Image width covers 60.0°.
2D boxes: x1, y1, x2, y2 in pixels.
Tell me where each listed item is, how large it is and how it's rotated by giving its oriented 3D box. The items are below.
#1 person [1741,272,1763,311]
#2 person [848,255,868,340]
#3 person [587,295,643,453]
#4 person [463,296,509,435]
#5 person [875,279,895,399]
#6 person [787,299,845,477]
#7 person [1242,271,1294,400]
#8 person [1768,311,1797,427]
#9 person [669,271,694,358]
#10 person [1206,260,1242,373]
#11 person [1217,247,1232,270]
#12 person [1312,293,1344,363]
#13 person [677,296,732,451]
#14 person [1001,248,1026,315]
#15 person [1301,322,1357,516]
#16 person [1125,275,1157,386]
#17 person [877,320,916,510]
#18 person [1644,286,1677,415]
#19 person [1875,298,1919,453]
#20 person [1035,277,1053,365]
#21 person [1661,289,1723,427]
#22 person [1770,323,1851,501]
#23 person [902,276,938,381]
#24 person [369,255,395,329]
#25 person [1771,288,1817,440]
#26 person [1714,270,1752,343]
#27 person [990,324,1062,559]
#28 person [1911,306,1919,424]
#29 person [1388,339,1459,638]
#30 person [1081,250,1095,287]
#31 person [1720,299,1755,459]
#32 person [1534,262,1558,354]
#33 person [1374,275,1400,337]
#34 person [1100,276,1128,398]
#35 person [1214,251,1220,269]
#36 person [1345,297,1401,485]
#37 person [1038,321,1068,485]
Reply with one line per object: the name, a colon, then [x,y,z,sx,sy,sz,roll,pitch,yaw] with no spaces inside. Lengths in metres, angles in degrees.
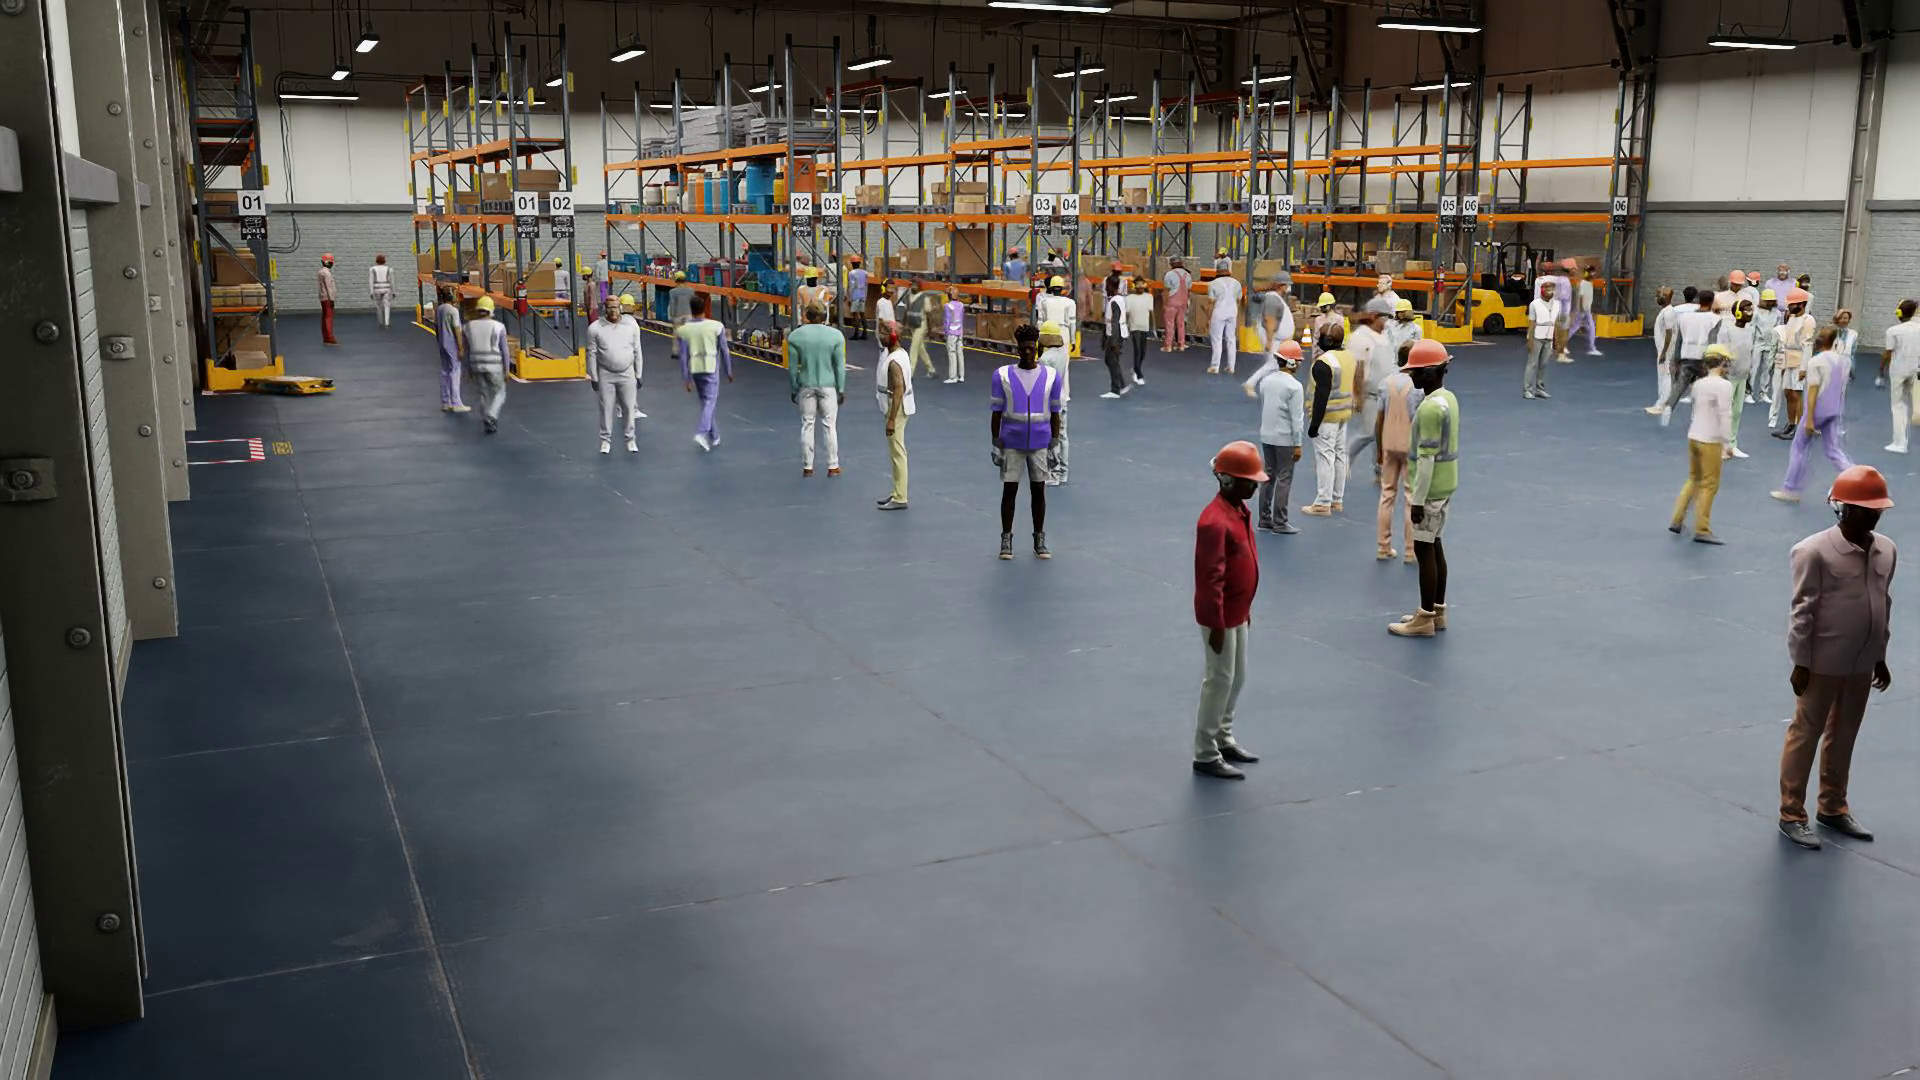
person: [15.216,-4.281,32.018,0.333,1.749,0.574,-1,11,-3]
person: [-2.344,-5.509,37.797,0.378,1.932,0.551,10,15,42]
person: [-4.127,-1.981,19.980,0.647,1.901,0.399,-4,12,-18]
person: [-6.110,-2.237,21.482,0.595,1.816,0.492,1,11,6]
person: [-1.139,-3.109,25.785,0.329,1.865,0.513,3,11,14]
person: [-1.561,-1.647,18.163,0.629,1.940,0.377,1,11,5]
person: [4.728,-3.085,25.209,0.666,2.000,0.705,3,12,17]
person: [11.131,-2.310,22.322,0.514,1.634,0.312,6,13,29]
person: [-5.483,-4.409,32.747,0.539,1.725,0.887,-5,12,-22]
person: [4.712,-4.037,30.049,0.683,2.000,0.536,-4,12,-21]
person: [8.083,-8.061,51.061,0.404,1.824,0.606,-9,14,-38]
person: [5.221,-2.638,23.676,0.342,1.752,0.532,-8,14,-36]
person: [-3.158,-2.044,20.368,0.606,1.867,0.983,2,11,10]
person: [1.330,-6.412,42.248,0.612,1.976,1.097,-5,12,-23]
person: [3.517,-1.158,15.919,0.429,1.847,0.622,9,14,38]
person: [3.029,-3.561,28.134,0.514,1.844,0.874,-3,11,-14]
person: [-0.626,-1.215,16.194,0.389,1.850,0.566,0,11,-2]
person: [10.043,-2.700,23.764,0.350,1.842,0.506,4,12,20]
person: [11.362,-1.987,20.113,0.565,1.849,0.529,-1,11,-5]
person: [1.654,-4.070,31.102,0.532,1.693,0.319,-4,12,-22]
person: [9.816,-2.418,22.281,0.911,1.879,0.601,-10,15,-42]
person: [8.542,-1.225,16.374,0.525,1.815,0.919,-5,12,-24]
person: [-0.696,-3.650,28.715,0.872,1.800,0.554,-9,14,-37]
person: [-14.407,-6.184,41.524,0.596,1.824,1.001,-4,12,-20]
person: [10.637,-2.239,21.215,0.392,1.925,0.548,0,11,0]
person: [12.026,-3.210,25.972,0.610,1.991,0.389,1,11,5]
person: [0.550,-0.816,13.866,0.607,1.966,0.367,-1,11,-6]
person: [13.357,-2.591,22.697,0.684,2.000,0.538,-7,13,-33]
person: [3.168,-0.348,11.335,0.409,2.033,0.608,5,12,25]
person: [3.531,-7.275,47.029,0.621,1.839,0.429,-1,11,-6]
person: [9.125,-1.887,19.549,0.532,1.873,0.315,-5,12,-24]
person: [11.988,-4.737,34.008,0.574,1.883,0.356,-1,11,-8]
person: [6.622,-3.201,26.132,0.409,1.911,0.650,-5,12,-23]
person: [2.411,-3.164,25.969,0.408,1.908,0.610,0,11,2]
person: [8.366,-8.563,54.087,0.281,1.633,0.498,3,11,13]
person: [4.355,-1.571,17.513,0.584,2.000,0.709,11,15,44]
person: [0.965,-1.457,17.692,0.312,1.744,0.487,6,13,29]
